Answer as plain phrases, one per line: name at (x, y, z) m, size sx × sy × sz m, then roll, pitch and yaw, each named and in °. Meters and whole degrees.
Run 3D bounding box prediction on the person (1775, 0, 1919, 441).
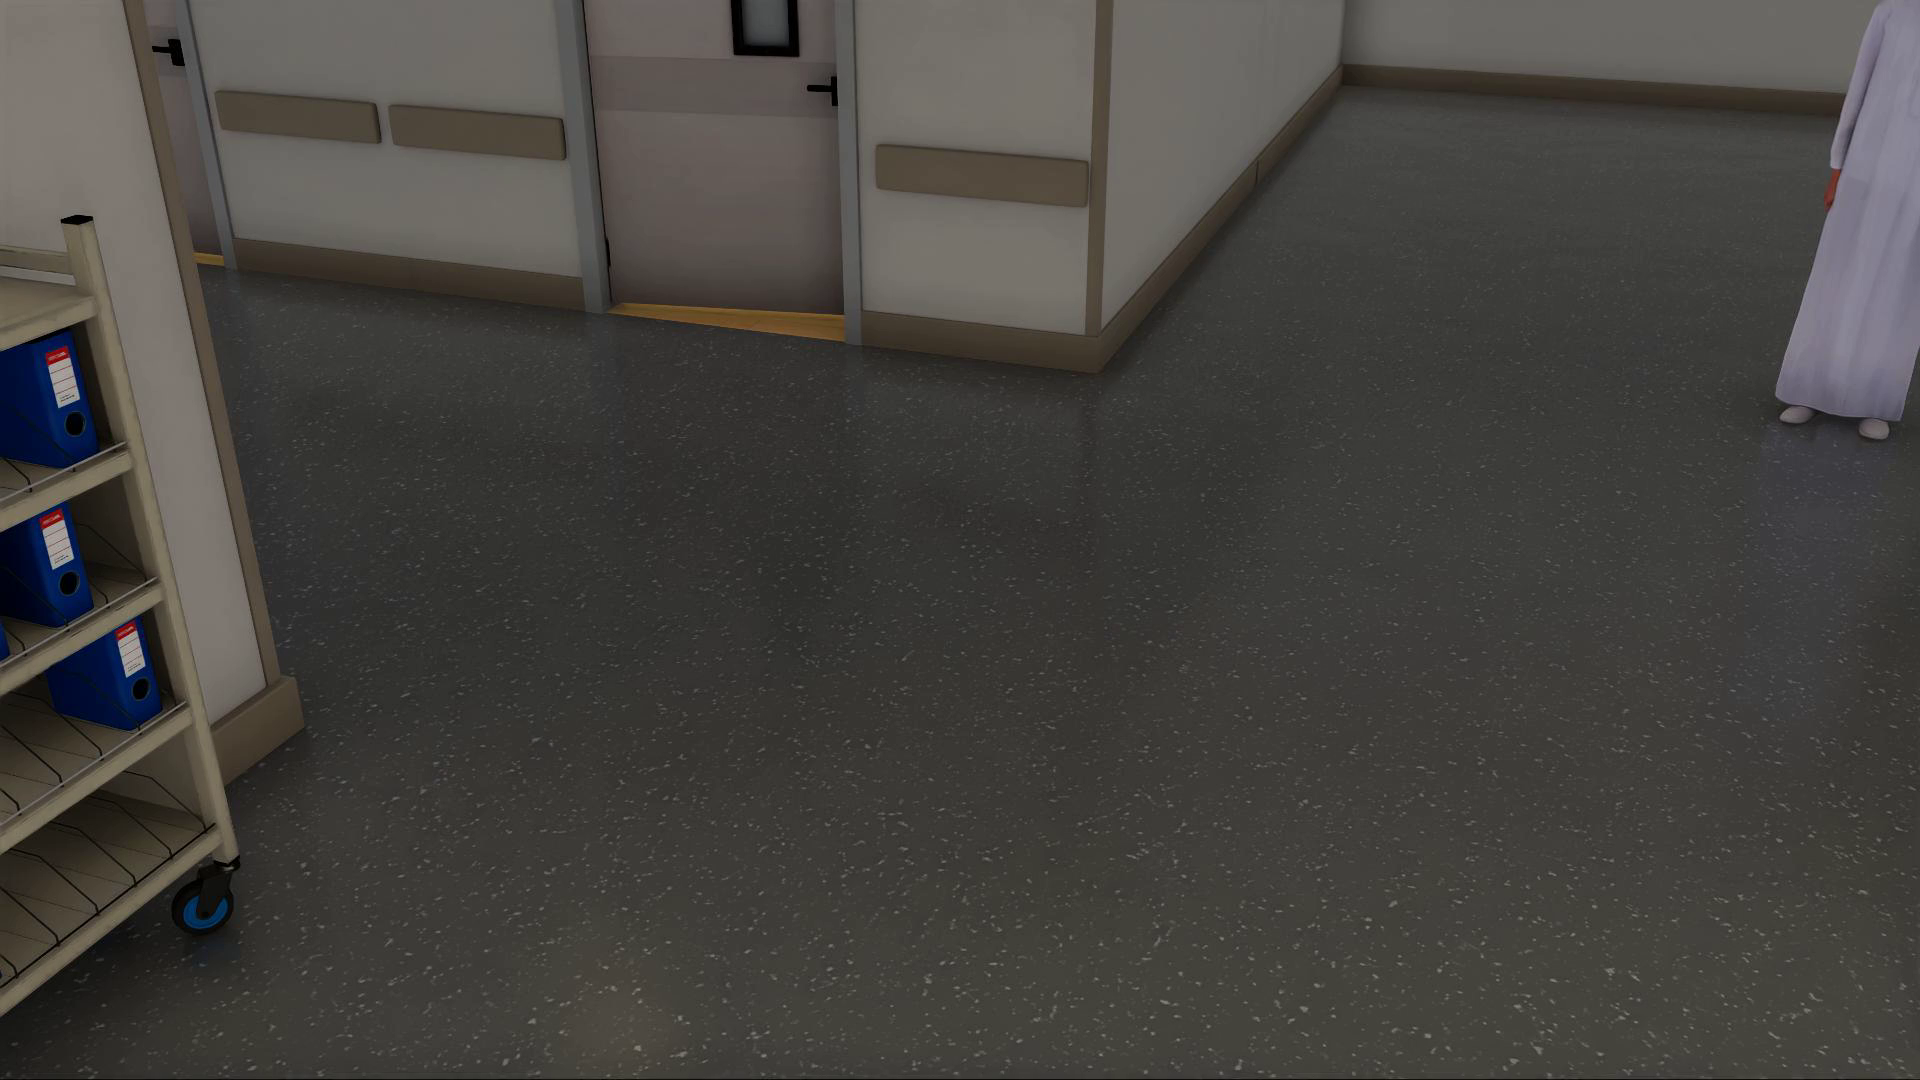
person at (3.509, -1.339, 6.186) m, size 0.751 × 1.926 × 0.709 m, roll 16°, pitch 30°, yaw 30°
